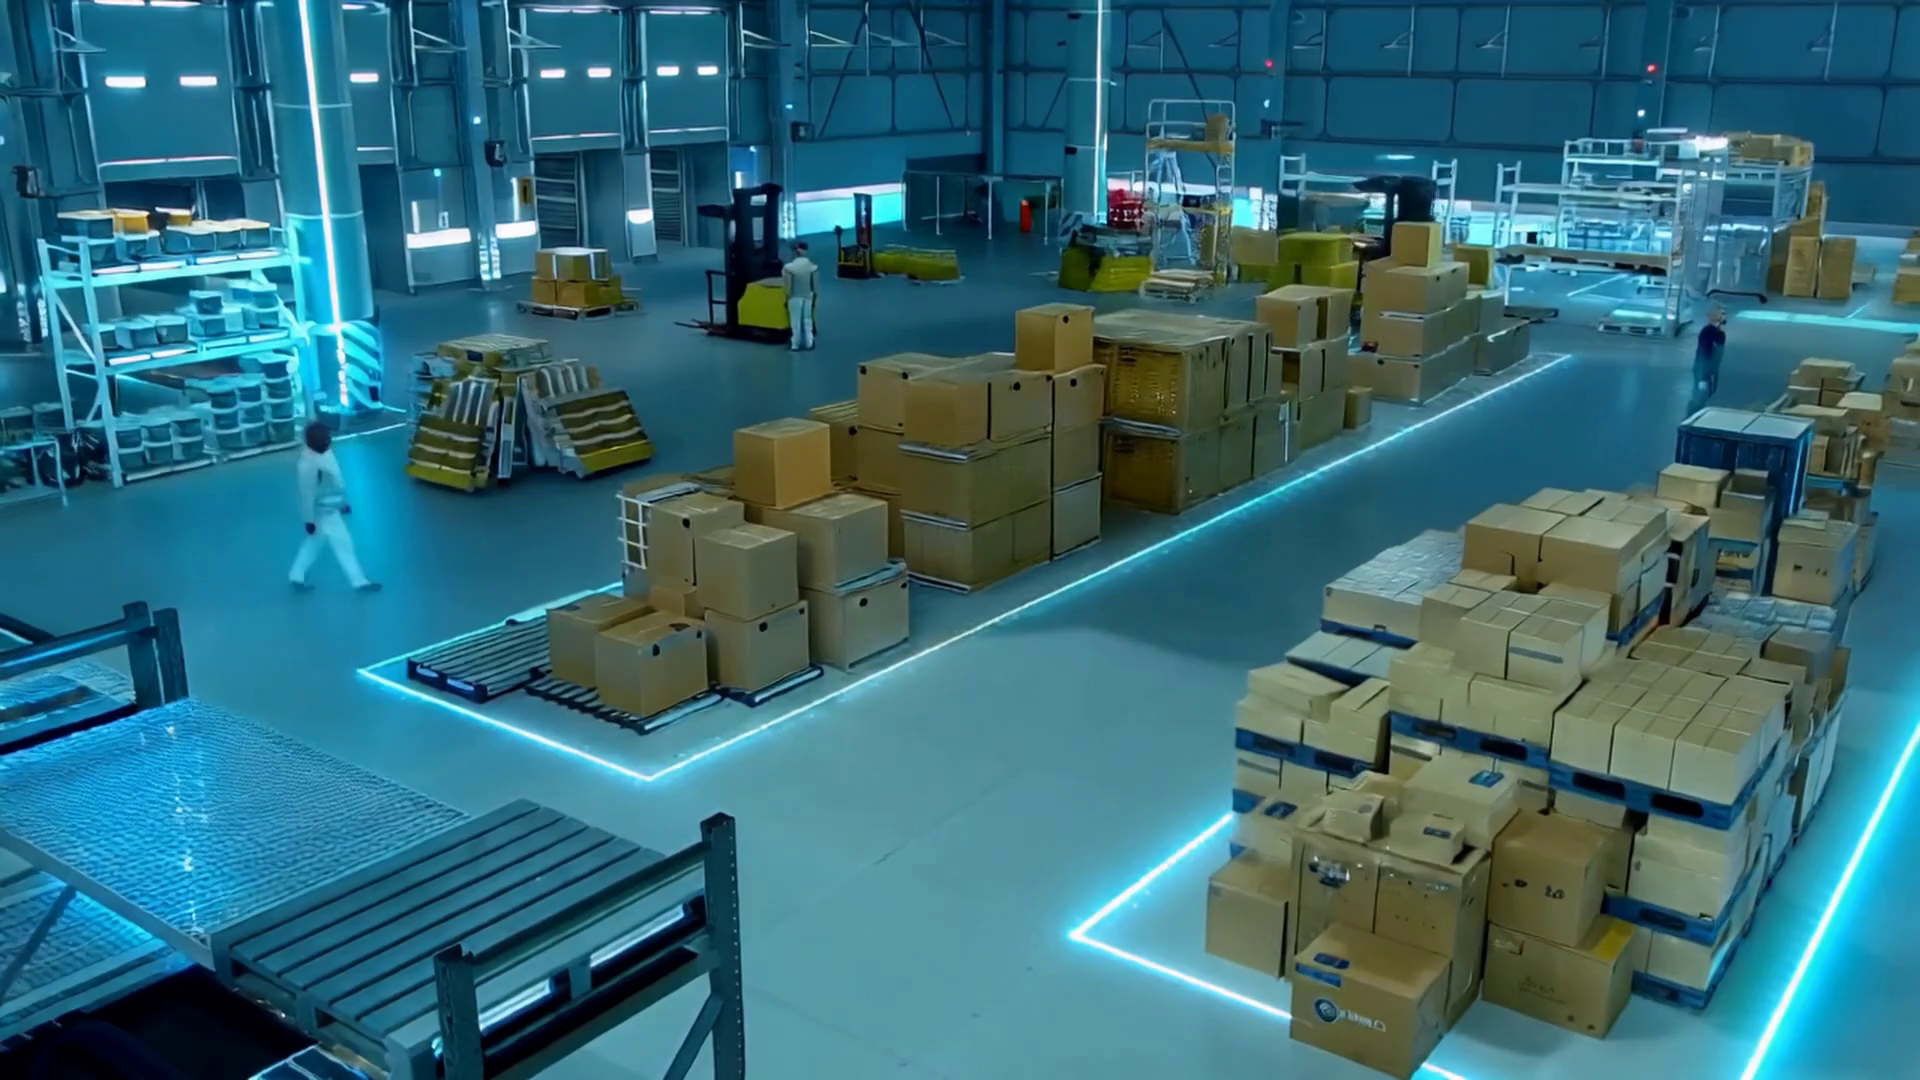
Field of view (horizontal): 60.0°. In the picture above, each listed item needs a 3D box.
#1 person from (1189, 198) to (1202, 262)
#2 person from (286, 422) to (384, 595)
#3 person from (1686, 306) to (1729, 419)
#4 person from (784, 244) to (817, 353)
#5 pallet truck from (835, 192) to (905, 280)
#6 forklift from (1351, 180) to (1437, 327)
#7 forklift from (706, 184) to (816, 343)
[{"bbox_3d":[5.713,-7.459,40.482,0.316,1.698,0.541,-2,17,-7],"label":"person"},{"bbox_3d":[-6.384,-0.305,16.649,0.972,1.799,0.625,-3,17,-10],"label":"person"},{"bbox_3d":[10.308,-2.274,22.937,0.378,1.930,0.624,14,22,38],"label":"person"},{"bbox_3d":[-2.839,-4.310,29.676,0.632,1.930,0.387,-9,19,-28],"label":"person"},{"bbox_3d":[-1.936,-7.159,38.982,1.885,1.965,0.823,-12,21,-34],"label":"pallet truck"},{"bbox_3d":[8.667,-5.436,31.774,1.873,2.768,1.129,12,21,35],"label":"forklift"},{"bbox_3d":[-3.717,-5.181,30.929,1.873,2.768,1.129,12,21,35],"label":"forklift"}]
